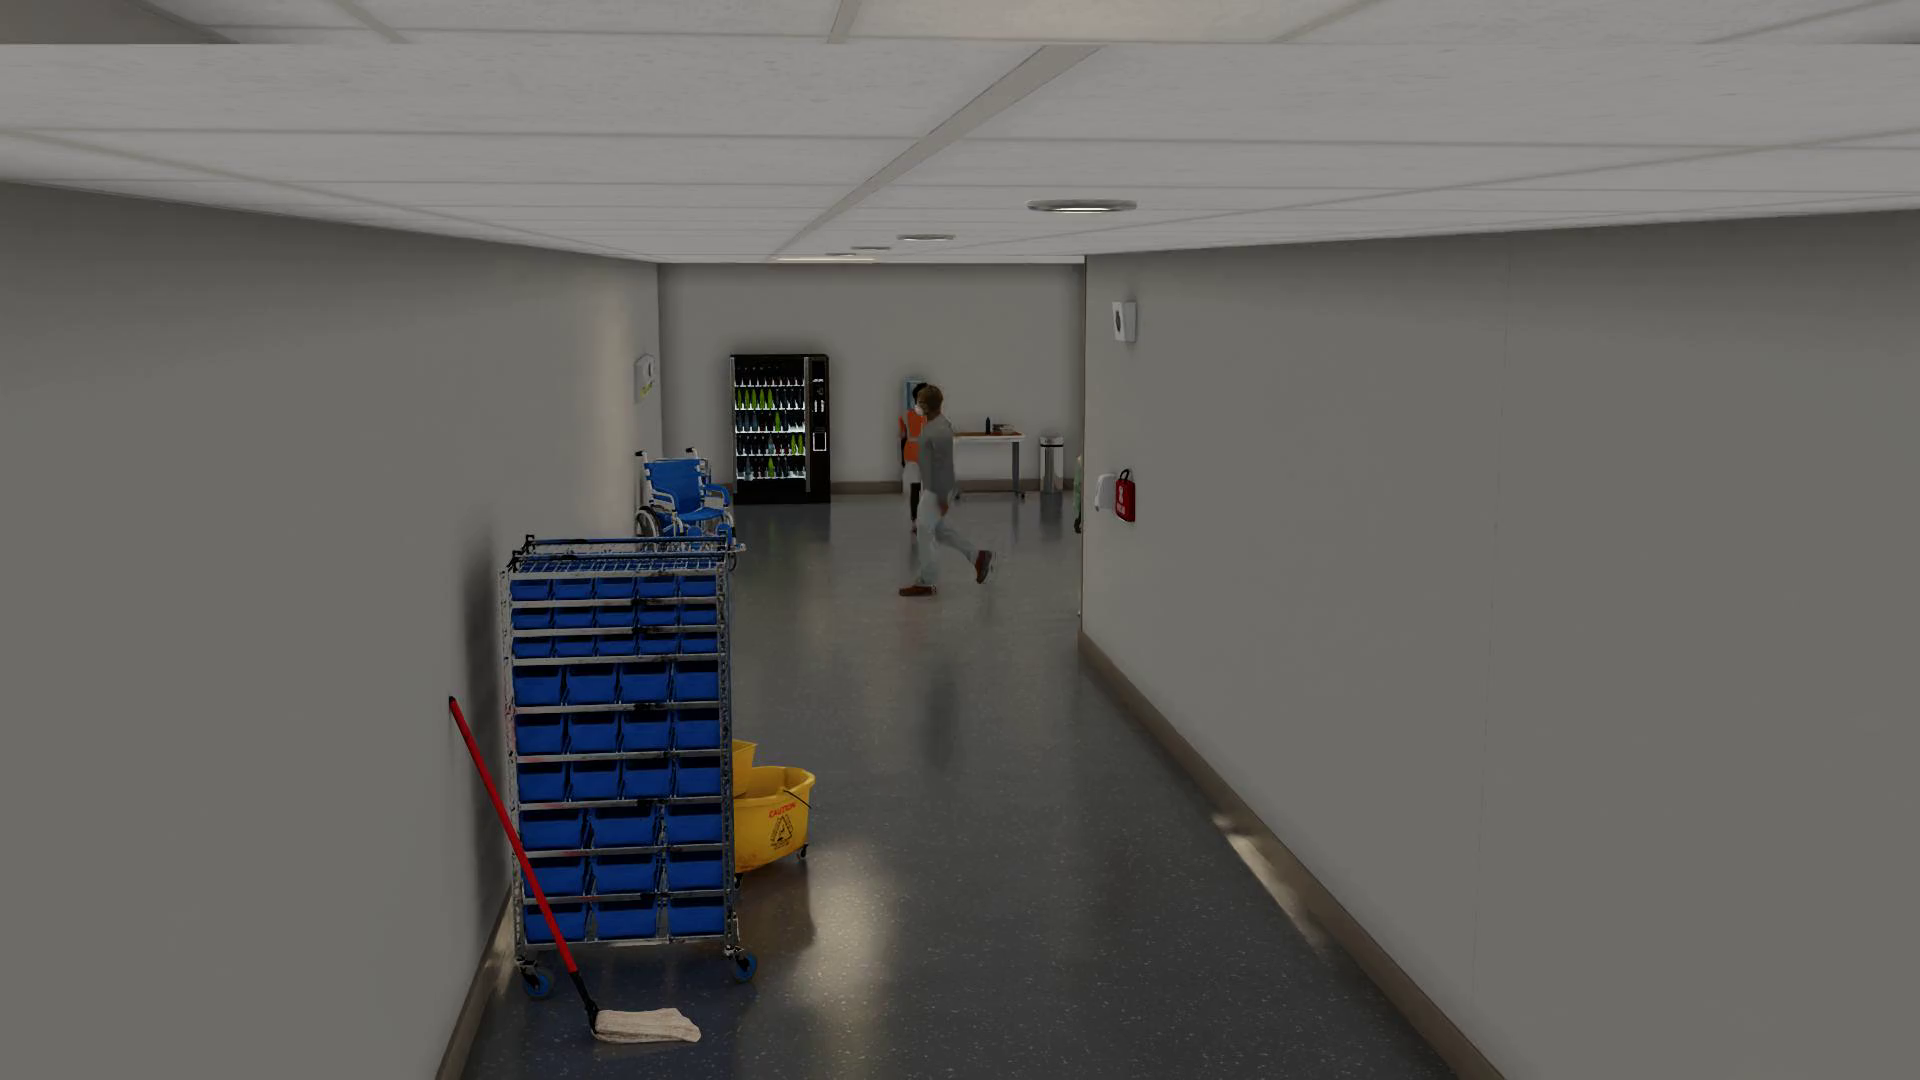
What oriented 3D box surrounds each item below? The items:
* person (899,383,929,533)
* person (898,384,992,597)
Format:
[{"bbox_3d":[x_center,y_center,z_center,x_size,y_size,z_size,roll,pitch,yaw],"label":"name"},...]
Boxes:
[{"bbox_3d":[-0.426,-0.908,18.476,0.555,1.680,0.362,4,10,25],"label":"person"},{"bbox_3d":[-0.139,-0.441,14.882,0.795,1.917,0.637,-1,9,-6],"label":"person"}]
